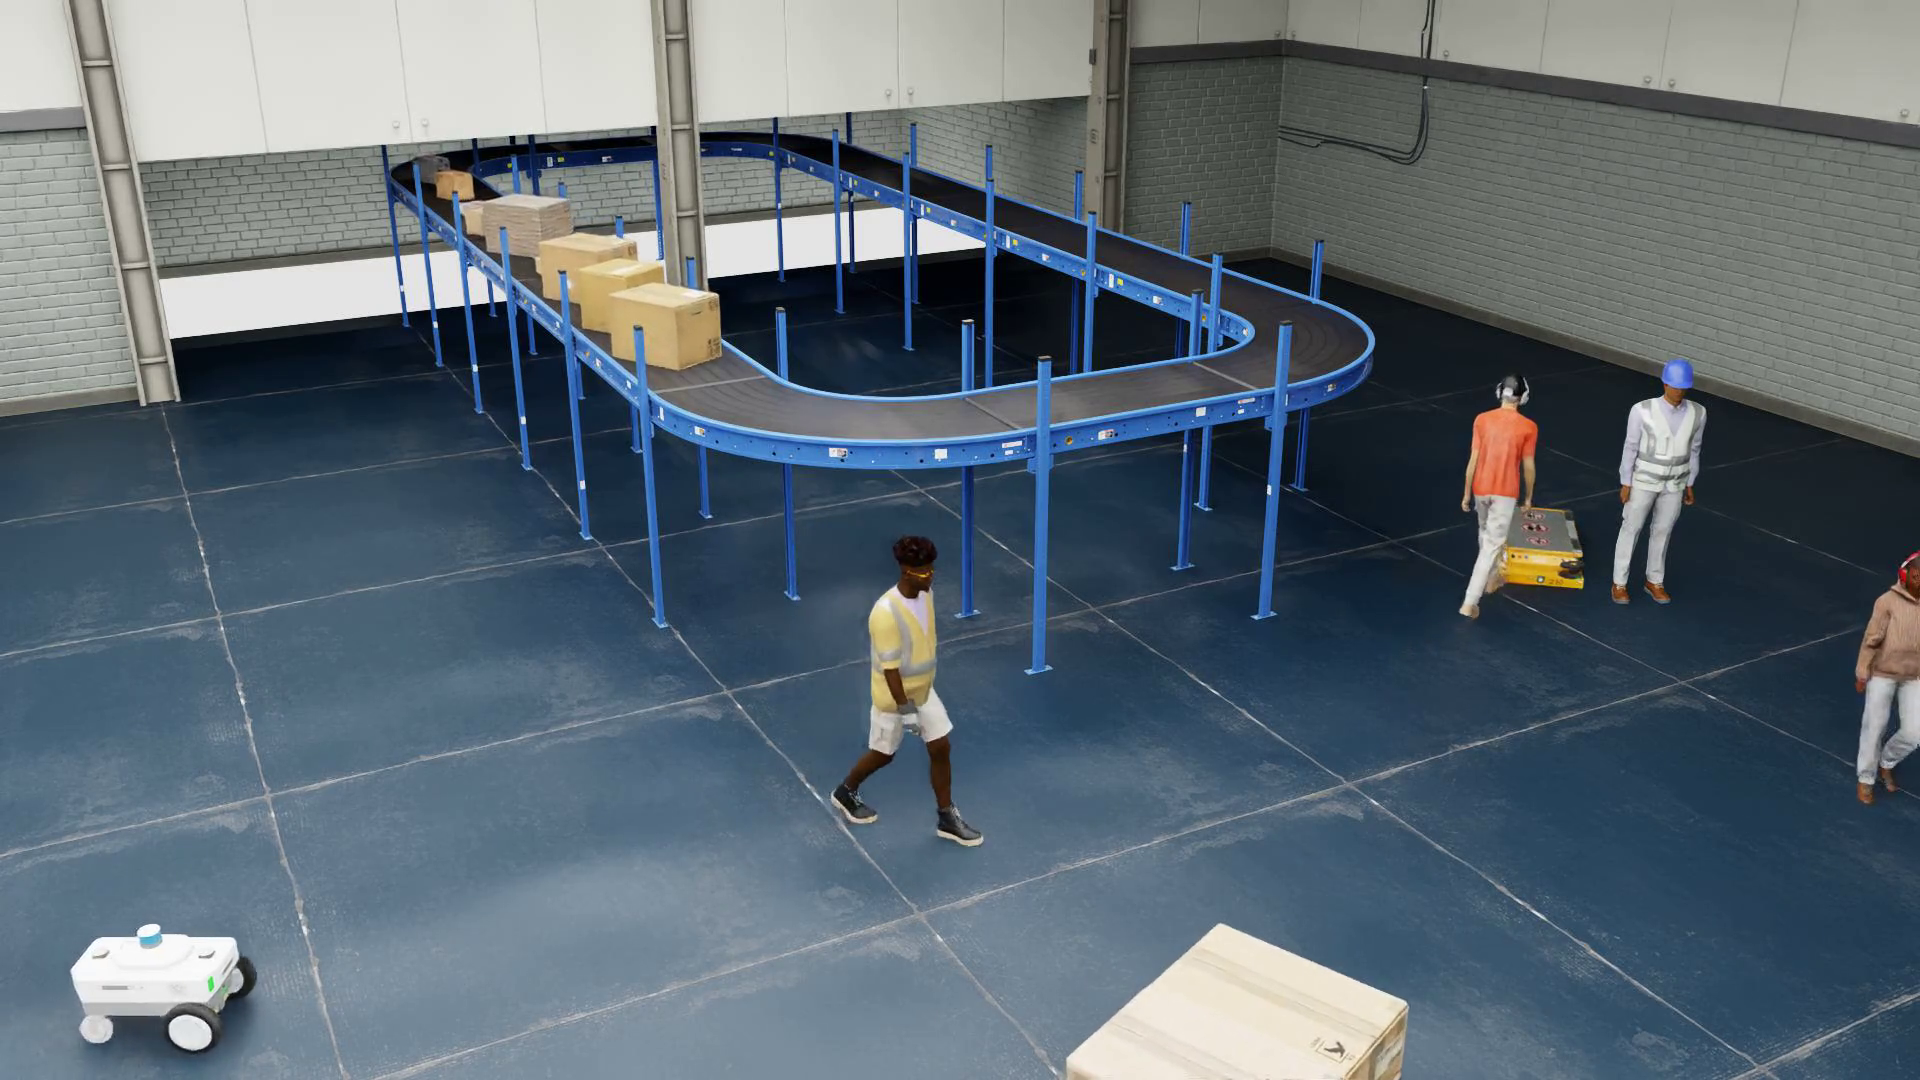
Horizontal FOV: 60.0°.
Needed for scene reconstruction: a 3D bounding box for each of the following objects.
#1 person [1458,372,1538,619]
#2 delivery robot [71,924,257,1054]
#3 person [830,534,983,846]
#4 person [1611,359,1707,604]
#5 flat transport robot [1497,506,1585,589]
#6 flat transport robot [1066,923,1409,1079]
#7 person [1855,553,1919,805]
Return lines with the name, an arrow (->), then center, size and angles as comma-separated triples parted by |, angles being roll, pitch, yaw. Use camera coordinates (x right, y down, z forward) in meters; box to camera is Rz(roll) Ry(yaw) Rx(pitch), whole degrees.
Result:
person -> 4.065, -0.350, 12.631 | 0.487, 1.863, 0.998 | 16, 27, 34
delivery robot -> -3.927, 2.157, 8.148 | 0.758, 0.583, 0.499 | 0, 22, 0
person -> -0.345, 0.842, 9.592 | 0.936, 1.920, 0.583 | 14, 26, 30
person -> 5.348, -0.447, 12.744 | 0.600, 1.948, 0.383 | -1, 22, -2
flat transport robot -> 4.770, 0.028, 13.805 | 0.659, 0.231, 1.431 | 5, 23, 13
flat transport robot -> 1.165, 2.675, 7.263 | 1.431, 0.231, 0.659 | 17, 27, 35
person -> 5.630, 0.836, 9.976 | 0.488, 1.637, 0.396 | 6, 23, 15
